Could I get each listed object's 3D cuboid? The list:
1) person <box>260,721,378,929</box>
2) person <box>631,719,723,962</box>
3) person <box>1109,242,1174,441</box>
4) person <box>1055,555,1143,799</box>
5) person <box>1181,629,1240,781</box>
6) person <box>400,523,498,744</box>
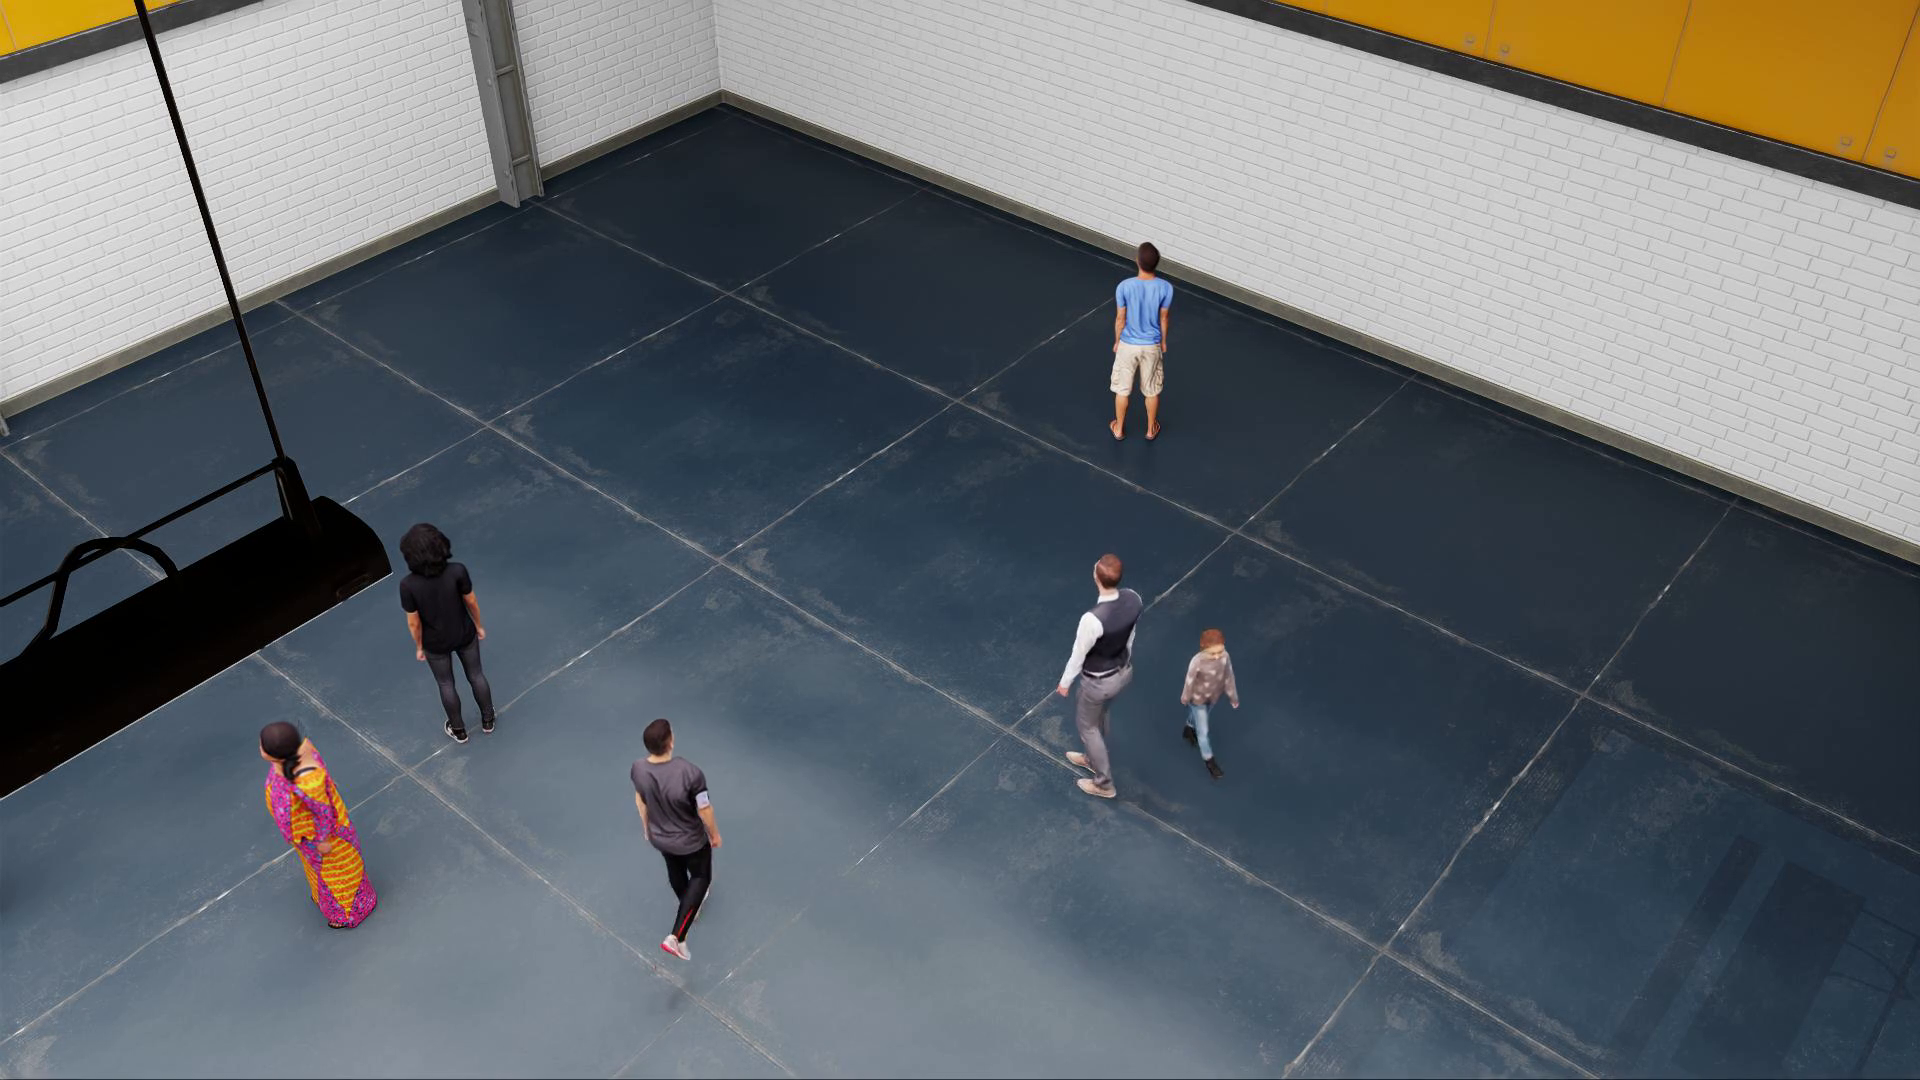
[{"bbox_3d":[-3.951,1.694,10.132,0.722,1.681,0.708,-25,45,-28],"label":"person"},{"bbox_3d":[-1.710,1.812,9.930,0.861,1.749,1.047,12,40,14],"label":"person"},{"bbox_3d":[1.545,-1.683,14.217,0.727,1.861,0.761,1,39,1],"label":"person"},{"bbox_3d":[1.004,0.916,10.913,0.781,1.922,0.736,30,47,32],"label":"person"},{"bbox_3d":[1.651,1.018,11.393,0.800,1.164,0.743,-17,42,-20],"label":"person"},{"bbox_3d":[-3.490,0.639,11.330,0.607,1.836,0.764,-18,42,-21],"label":"person"}]
